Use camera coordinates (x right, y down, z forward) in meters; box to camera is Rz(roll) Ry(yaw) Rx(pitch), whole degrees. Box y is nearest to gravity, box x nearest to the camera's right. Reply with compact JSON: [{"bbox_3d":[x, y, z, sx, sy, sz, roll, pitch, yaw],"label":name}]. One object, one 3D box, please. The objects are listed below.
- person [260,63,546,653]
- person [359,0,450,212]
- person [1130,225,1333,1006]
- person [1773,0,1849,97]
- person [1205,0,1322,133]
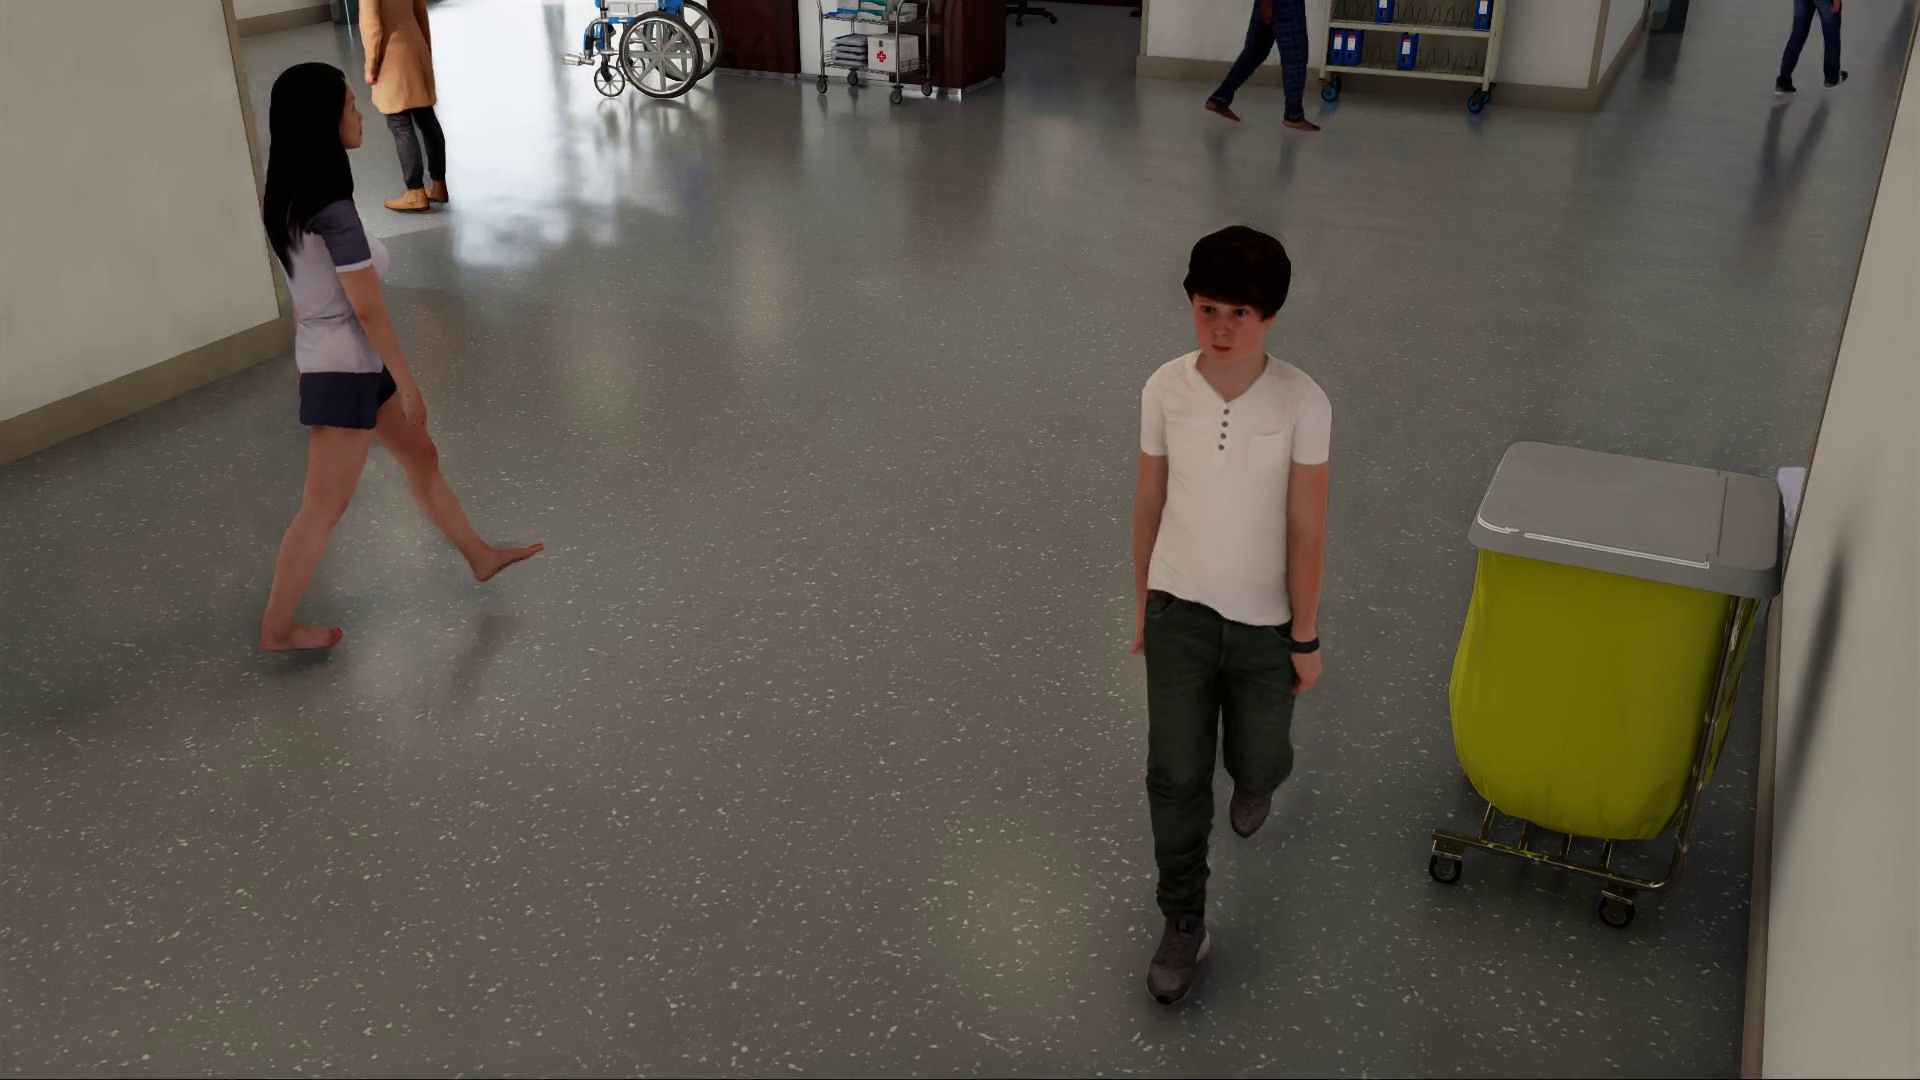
[{"bbox_3d":[-1.808,-0.440,4.702,1.059,1.651,1.161,-17,30,-31],"label":"person"},{"bbox_3d":[-3.143,-2.730,9.316,0.592,1.726,0.636,11,28,22],"label":"person"},{"bbox_3d":[0.583,0.138,3.514,0.905,1.641,0.673,10,28,20],"label":"person"},{"bbox_3d":[6.367,-4.080,12.393,0.900,1.528,0.986,-17,31,-32],"label":"person"},{"bbox_3d":[2.065,-3.723,11.324,1.139,1.813,0.913,2,26,5],"label":"person"}]
